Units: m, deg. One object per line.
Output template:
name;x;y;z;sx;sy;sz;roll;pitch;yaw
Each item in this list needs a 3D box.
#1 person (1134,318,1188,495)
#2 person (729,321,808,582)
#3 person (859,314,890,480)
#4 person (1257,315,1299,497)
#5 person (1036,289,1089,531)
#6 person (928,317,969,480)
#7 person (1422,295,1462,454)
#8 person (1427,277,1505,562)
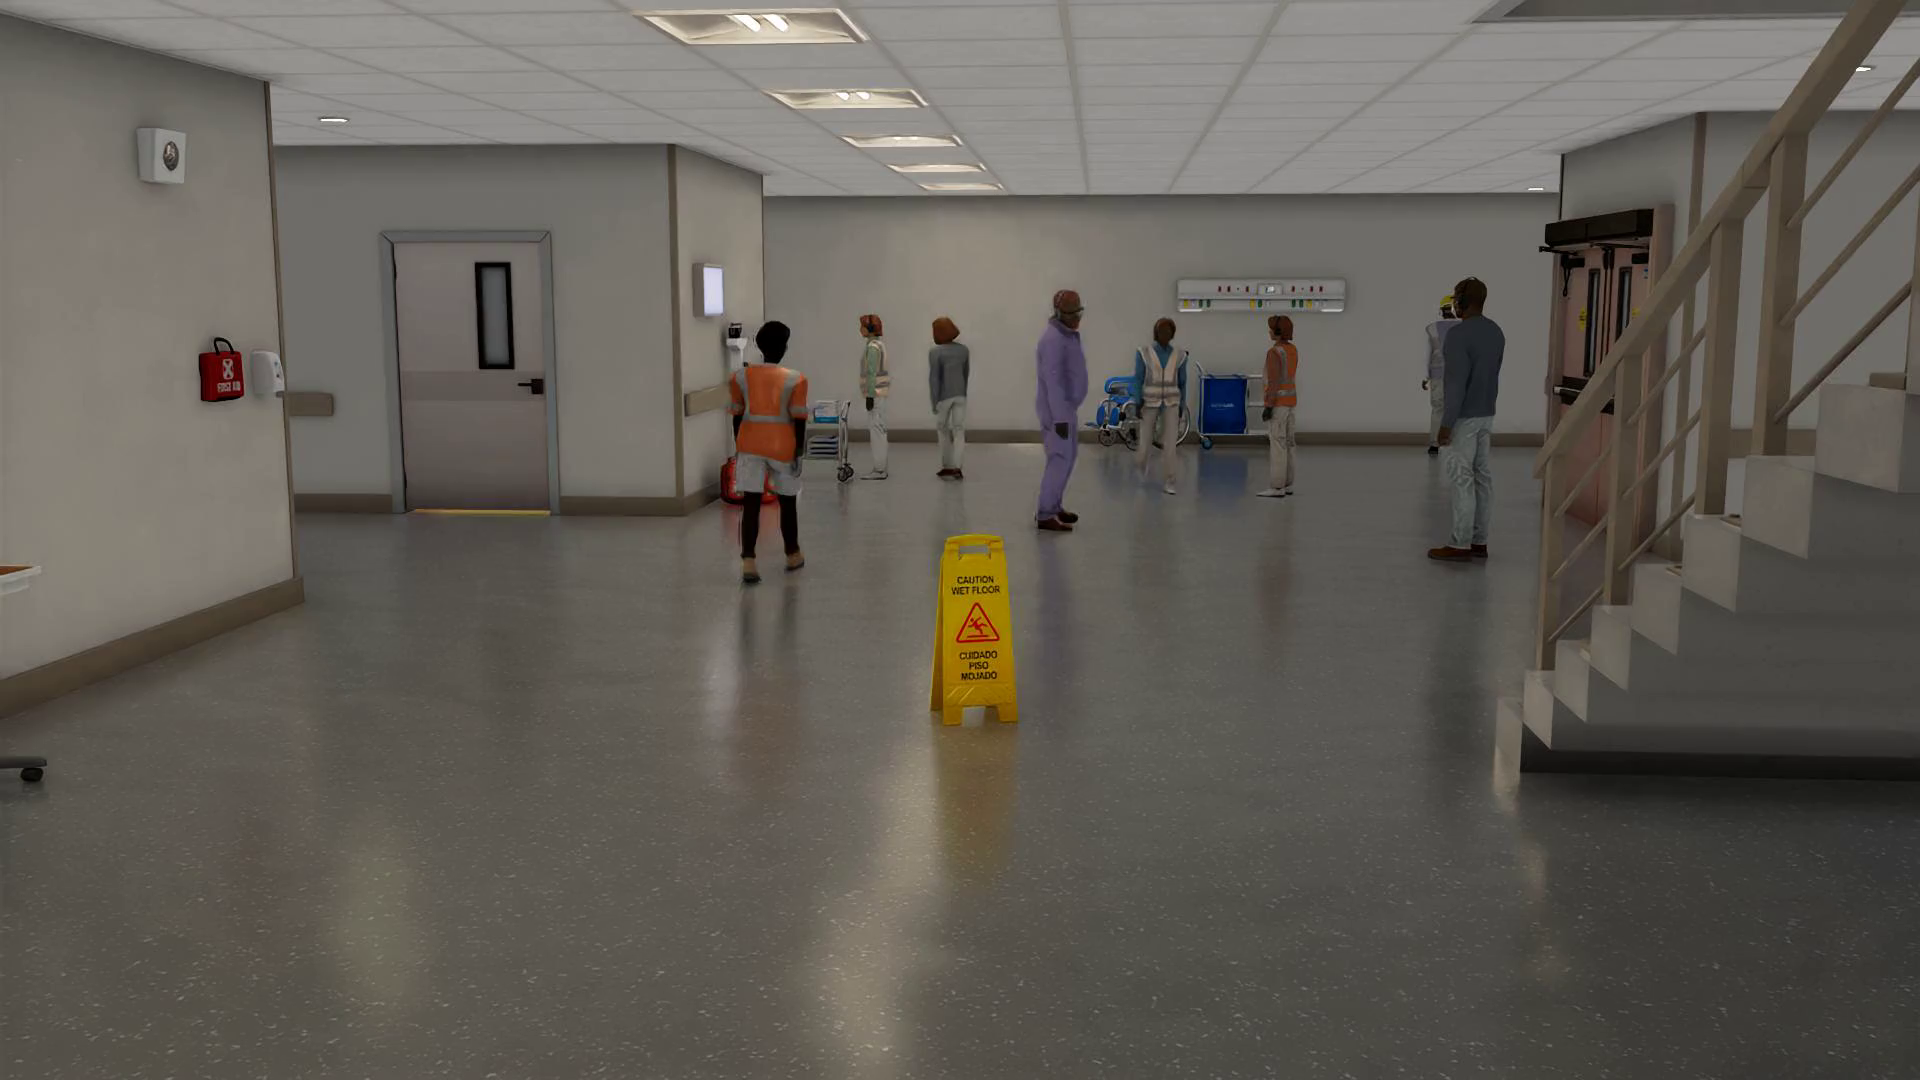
person;1.841;-1.250;15.389;0.516;1.617;0.688;0;8;-3
person;-1.225;-0.571;10.657;0.537;1.653;0.868;1;8;7
person;-0.846;-1.409;16.440;0.314;1.632;0.517;0;8;2
person;2.883;-1.202;14.998;0.308;1.639;0.511;5;10;32
person;0.786;-0.986;12.780;0.419;1.862;0.745;2;9;12
person;-0.105;-1.387;16.392;0.497;1.601;0.599;-3;9;-22
person;5.569;-1.879;18.977;0.589;1.822;0.403;2;9;13
person;3.464;-0.818;11.369;0.359;1.938;0.635;8;12;44
